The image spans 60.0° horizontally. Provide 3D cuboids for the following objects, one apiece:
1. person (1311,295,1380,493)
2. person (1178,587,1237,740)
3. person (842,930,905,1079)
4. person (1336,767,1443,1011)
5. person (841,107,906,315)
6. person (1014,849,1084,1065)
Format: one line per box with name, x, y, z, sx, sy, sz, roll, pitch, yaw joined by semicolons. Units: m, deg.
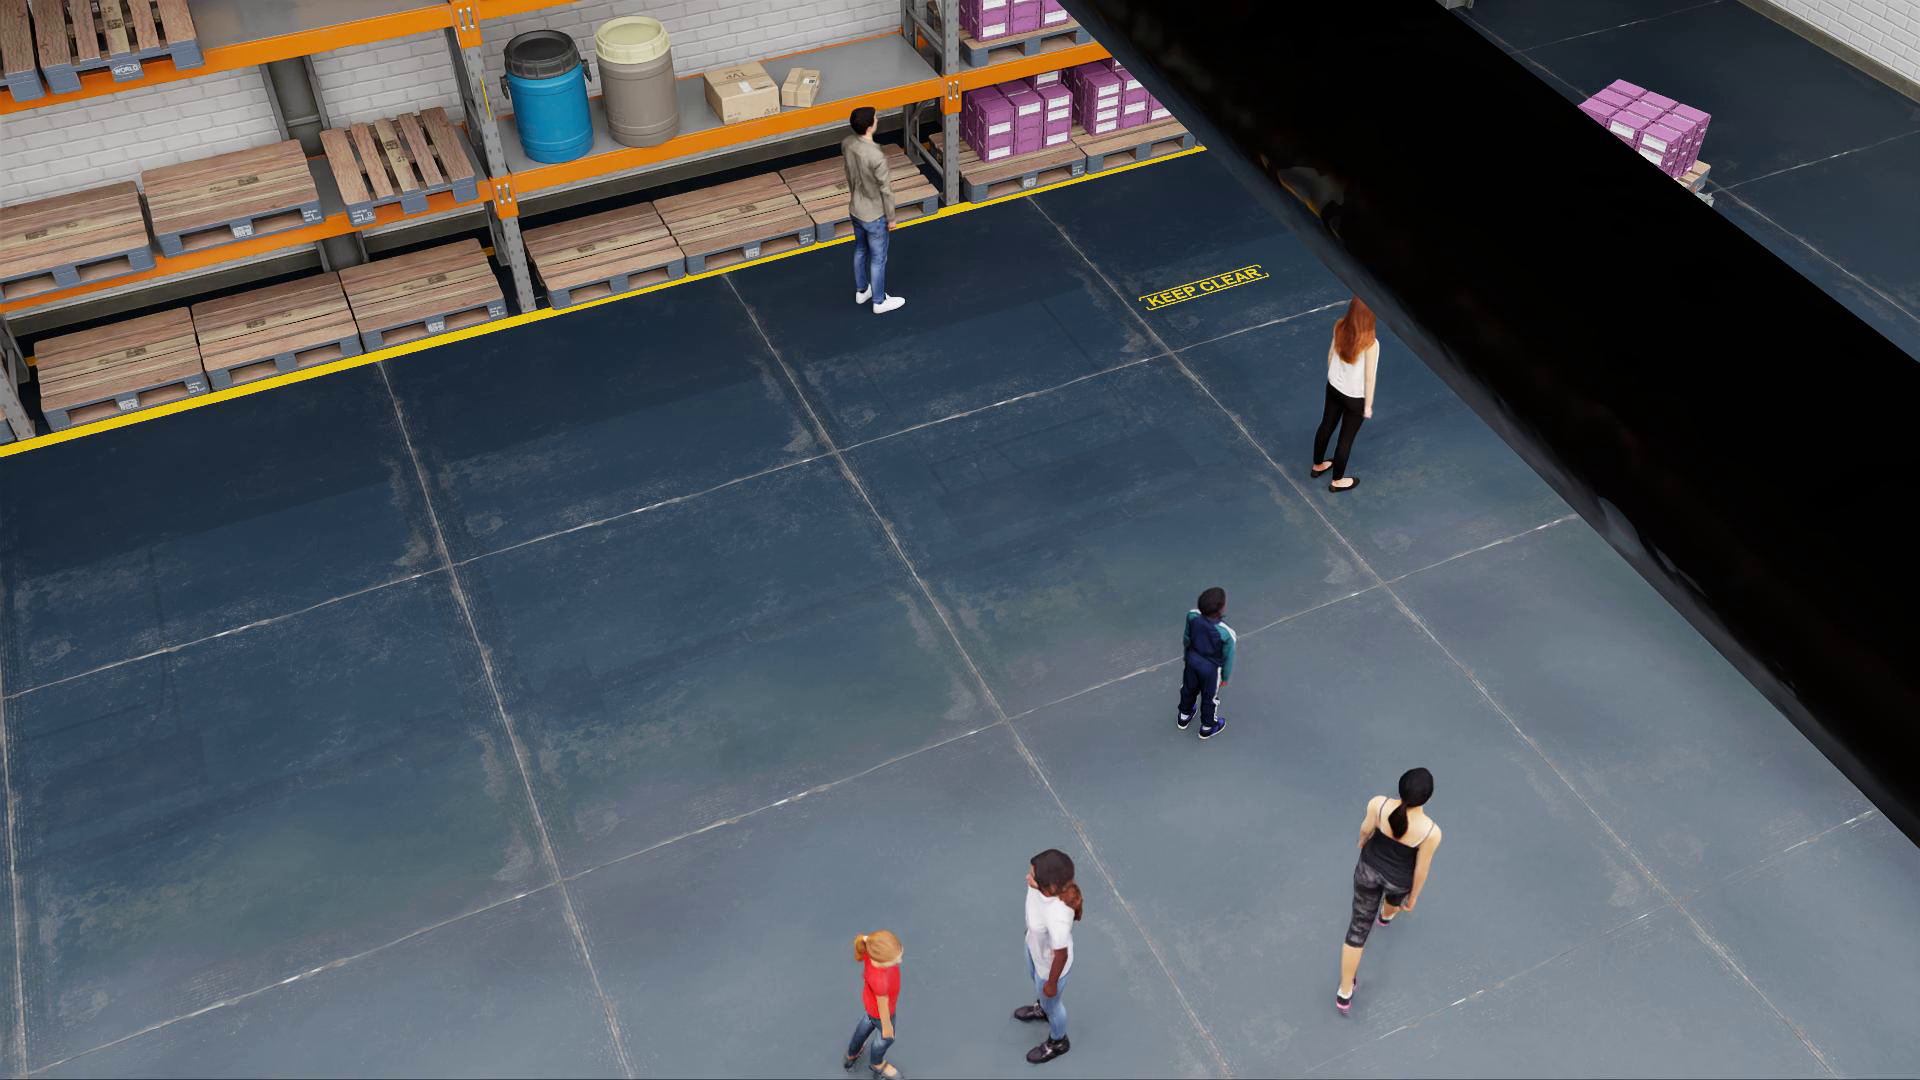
person;2.816;-1.084;12.094;0.540;1.722;0.613;-24;49;-23
person;1.547;0.762;10.494;0.560;1.255;0.577;31;52;28
person;-0.442;2.414;8.736;0.668;1.289;0.604;-10;45;-10
person;2.261;1.889;9.001;1.007;1.683;1.184;22;48;21
person;-0.755;-2.715;13.702;0.707;1.865;0.767;-32;52;-29
person;0.460;2.161;8.689;0.591;1.720;0.634;-8;44;-8
